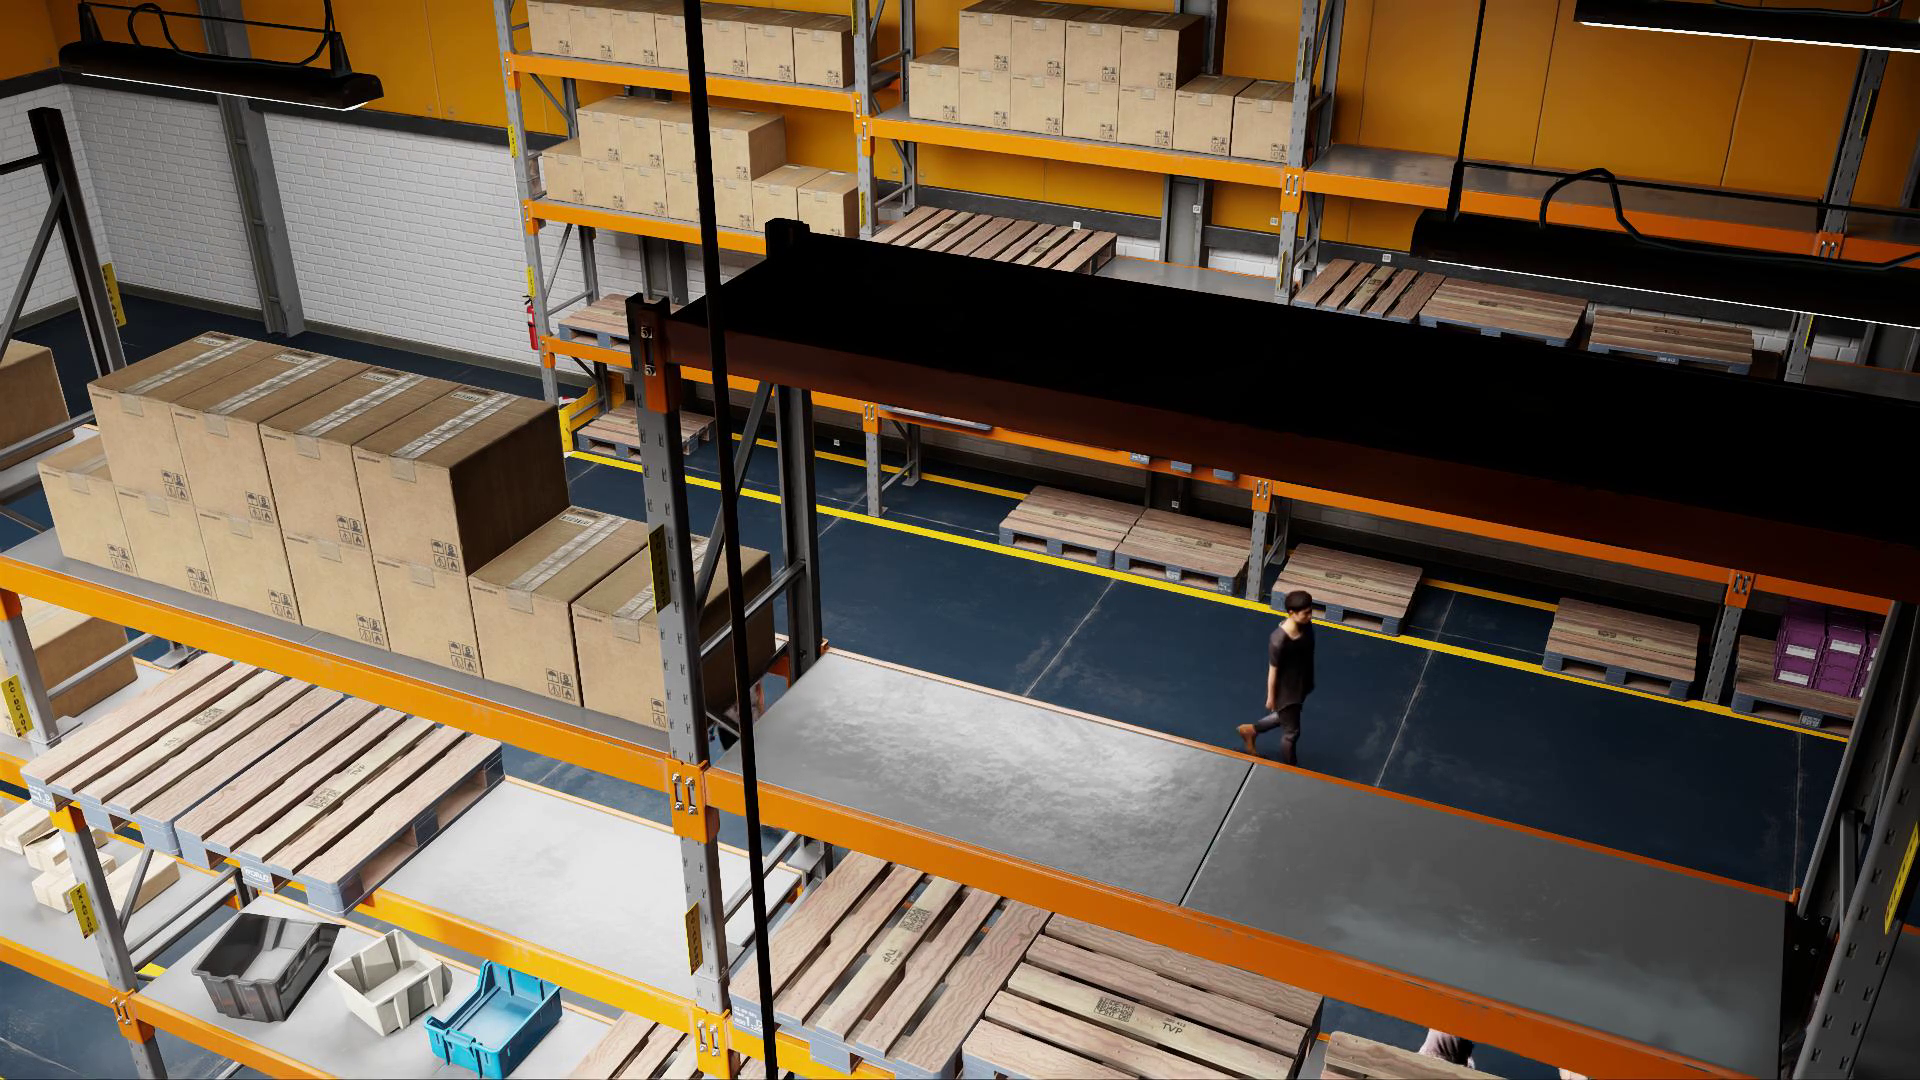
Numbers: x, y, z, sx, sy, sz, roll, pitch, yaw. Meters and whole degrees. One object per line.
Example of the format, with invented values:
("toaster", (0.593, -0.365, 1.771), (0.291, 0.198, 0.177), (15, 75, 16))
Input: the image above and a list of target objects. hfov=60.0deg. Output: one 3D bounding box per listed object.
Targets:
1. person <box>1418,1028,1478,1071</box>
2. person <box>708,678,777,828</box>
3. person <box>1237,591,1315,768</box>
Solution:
("person", (2.480, 3.217, 9.039), (1.056, 1.606, 0.647), (11, 31, 20))
("person", (-1.601, 1.381, 12.324), (1.186, 1.682, 0.828), (23, 36, 36))
("person", (2.488, 1.092, 12.840), (1.066, 1.696, 0.782), (22, 35, 34))
